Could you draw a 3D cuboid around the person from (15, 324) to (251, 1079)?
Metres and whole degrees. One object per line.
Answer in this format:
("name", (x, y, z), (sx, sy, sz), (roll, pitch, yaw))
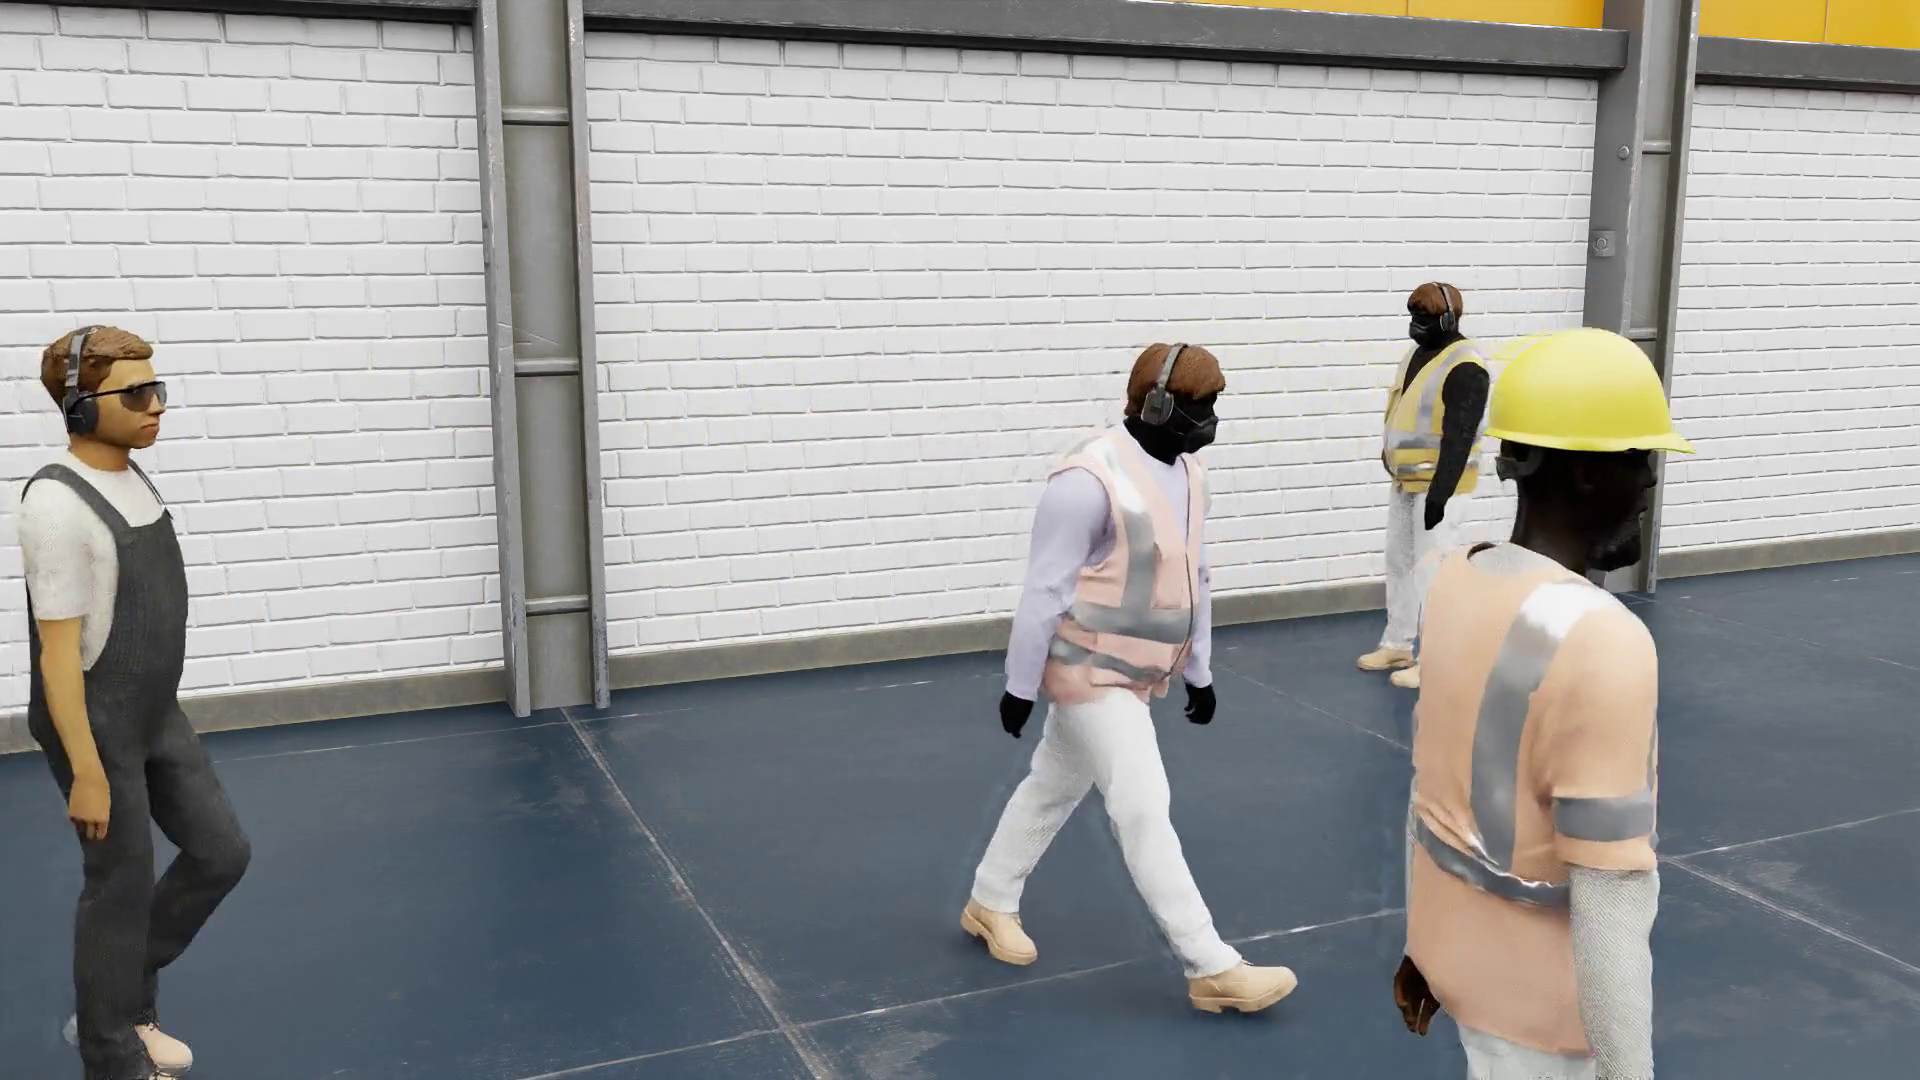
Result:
("person", (-1.867, 0.438, 3.747), (0.418, 1.833, 0.538), (-1, 10, -5))

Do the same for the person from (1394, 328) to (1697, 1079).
("person", (0.796, 0.632, 2.513), (0.861, 1.902, 0.594), (0, 10, 0))

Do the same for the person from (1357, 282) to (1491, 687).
("person", (2.133, -0.248, 7.550), (0.434, 1.832, 0.660), (-2, 10, -9))

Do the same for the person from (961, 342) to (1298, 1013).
("person", (0.412, 0.351, 4.461), (1.040, 1.761, 0.628), (6, 12, 30))
